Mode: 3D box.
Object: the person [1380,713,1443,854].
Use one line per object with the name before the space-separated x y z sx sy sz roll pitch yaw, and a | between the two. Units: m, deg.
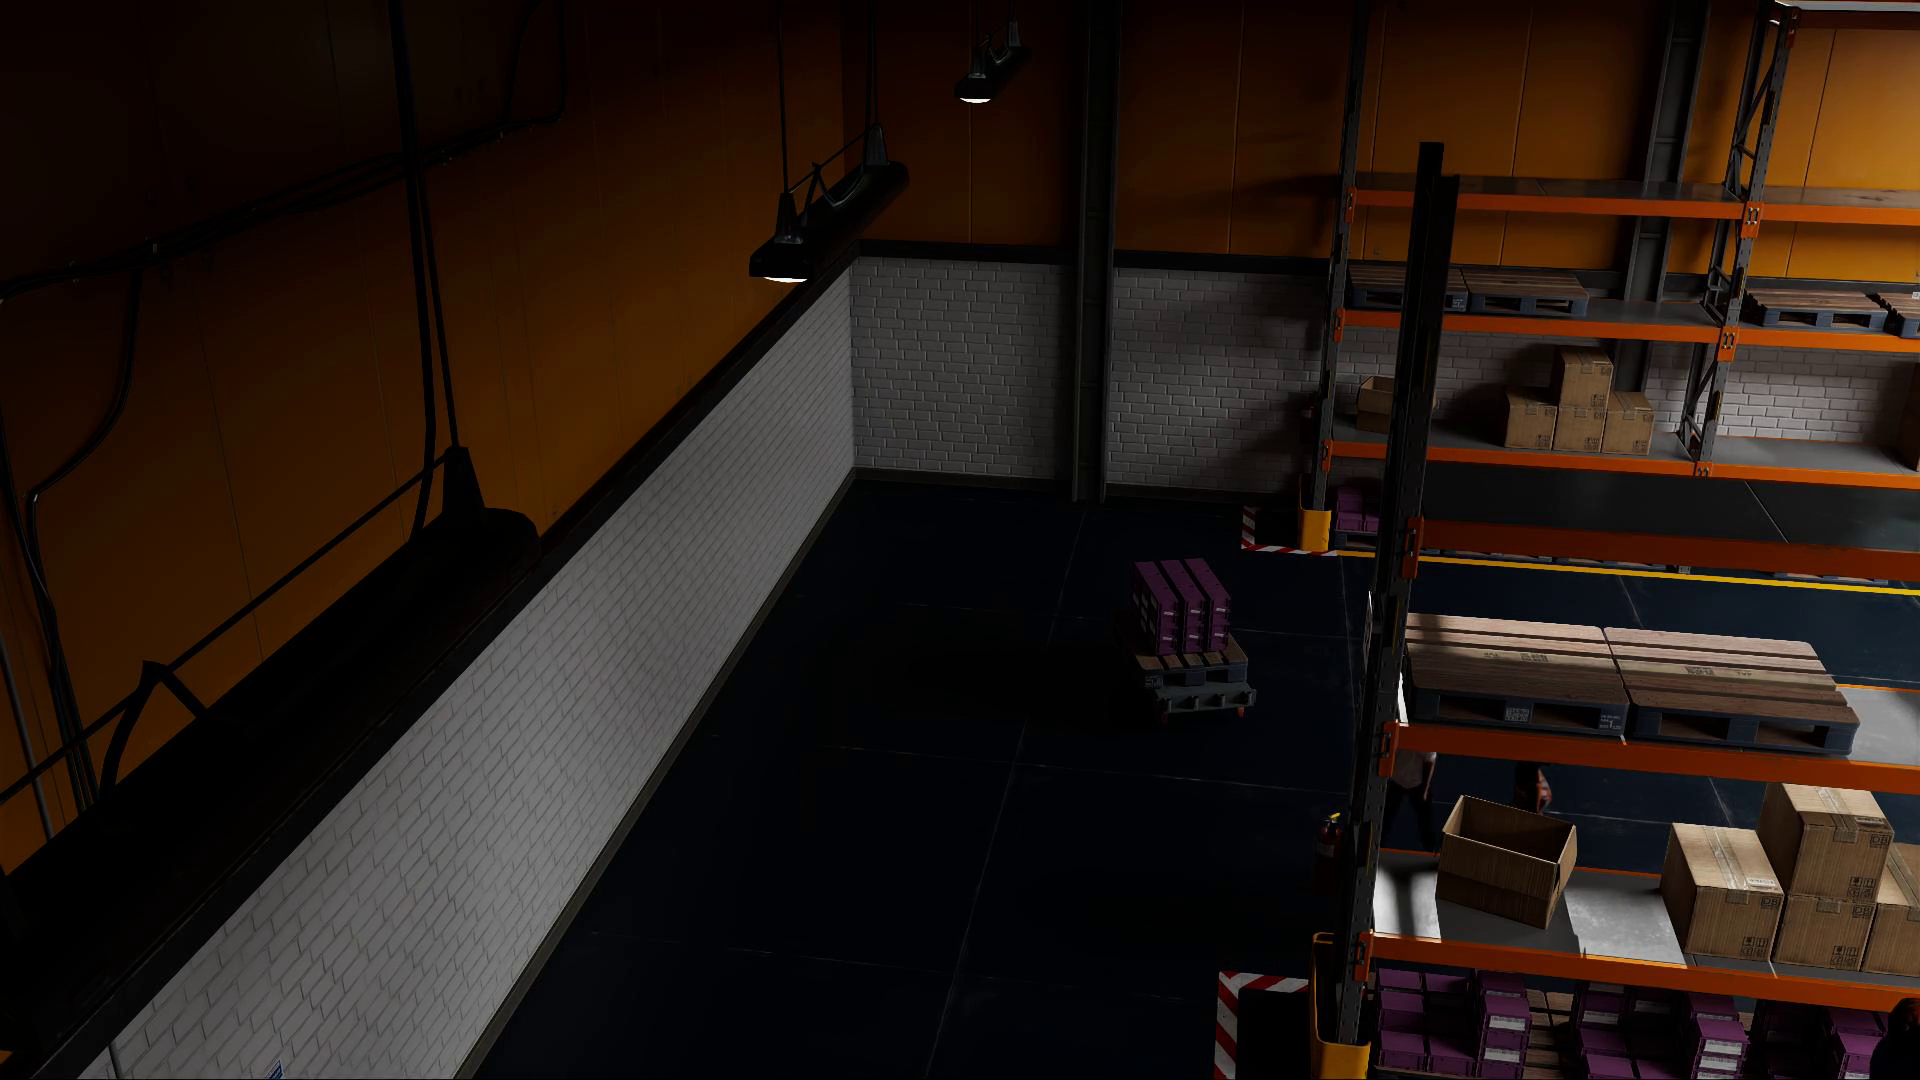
person | 3.352 1.890 12.699 1.123 1.749 1.077 -16 28 -33
